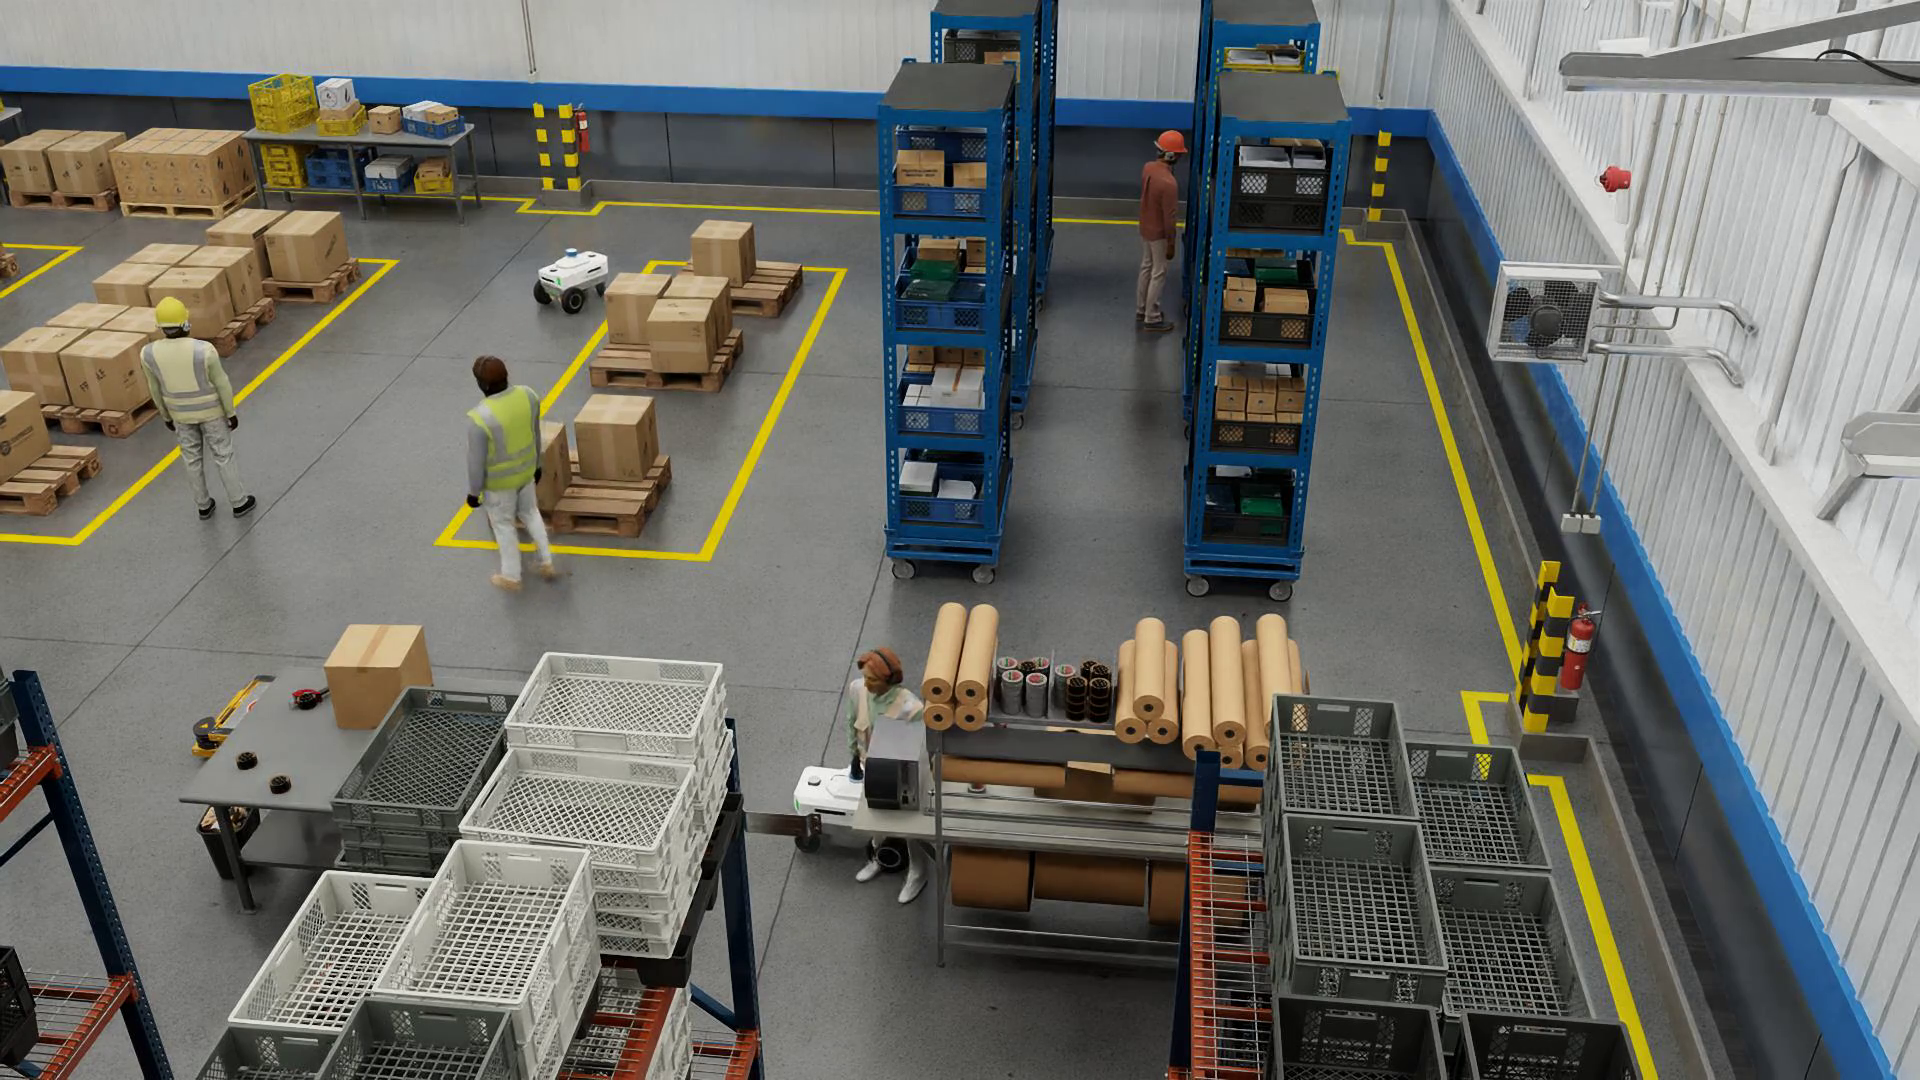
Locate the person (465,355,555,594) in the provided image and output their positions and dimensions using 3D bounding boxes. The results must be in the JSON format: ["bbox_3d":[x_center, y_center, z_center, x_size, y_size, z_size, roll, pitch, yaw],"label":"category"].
[{"bbox_3d":[-3.250,-0.470,11.907,0.429,1.843,0.626,16,34,26],"label":"person"}]

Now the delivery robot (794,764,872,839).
[{"bbox_3d":[-0.596,1.516,9.672,0.707,0.478,0.477,5,31,9],"label":"delivery robot"}]

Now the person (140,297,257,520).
[{"bbox_3d":[-5.880,-1.009,12.834,0.588,1.837,0.404,-2,30,-4],"label":"person"}]

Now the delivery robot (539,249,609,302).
[{"bbox_3d":[-3.931,-2.730,16.964,0.477,0.478,0.707,21,36,31],"label":"delivery robot"}]

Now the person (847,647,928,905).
[{"bbox_3d":[-0.387,1.270,9.124,0.522,1.630,0.319,20,36,31],"label":"person"}]

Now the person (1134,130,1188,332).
[{"bbox_3d":[1.942,-2.986,16.091,0.410,1.981,0.628,-9,31,-16],"label":"person"}]
